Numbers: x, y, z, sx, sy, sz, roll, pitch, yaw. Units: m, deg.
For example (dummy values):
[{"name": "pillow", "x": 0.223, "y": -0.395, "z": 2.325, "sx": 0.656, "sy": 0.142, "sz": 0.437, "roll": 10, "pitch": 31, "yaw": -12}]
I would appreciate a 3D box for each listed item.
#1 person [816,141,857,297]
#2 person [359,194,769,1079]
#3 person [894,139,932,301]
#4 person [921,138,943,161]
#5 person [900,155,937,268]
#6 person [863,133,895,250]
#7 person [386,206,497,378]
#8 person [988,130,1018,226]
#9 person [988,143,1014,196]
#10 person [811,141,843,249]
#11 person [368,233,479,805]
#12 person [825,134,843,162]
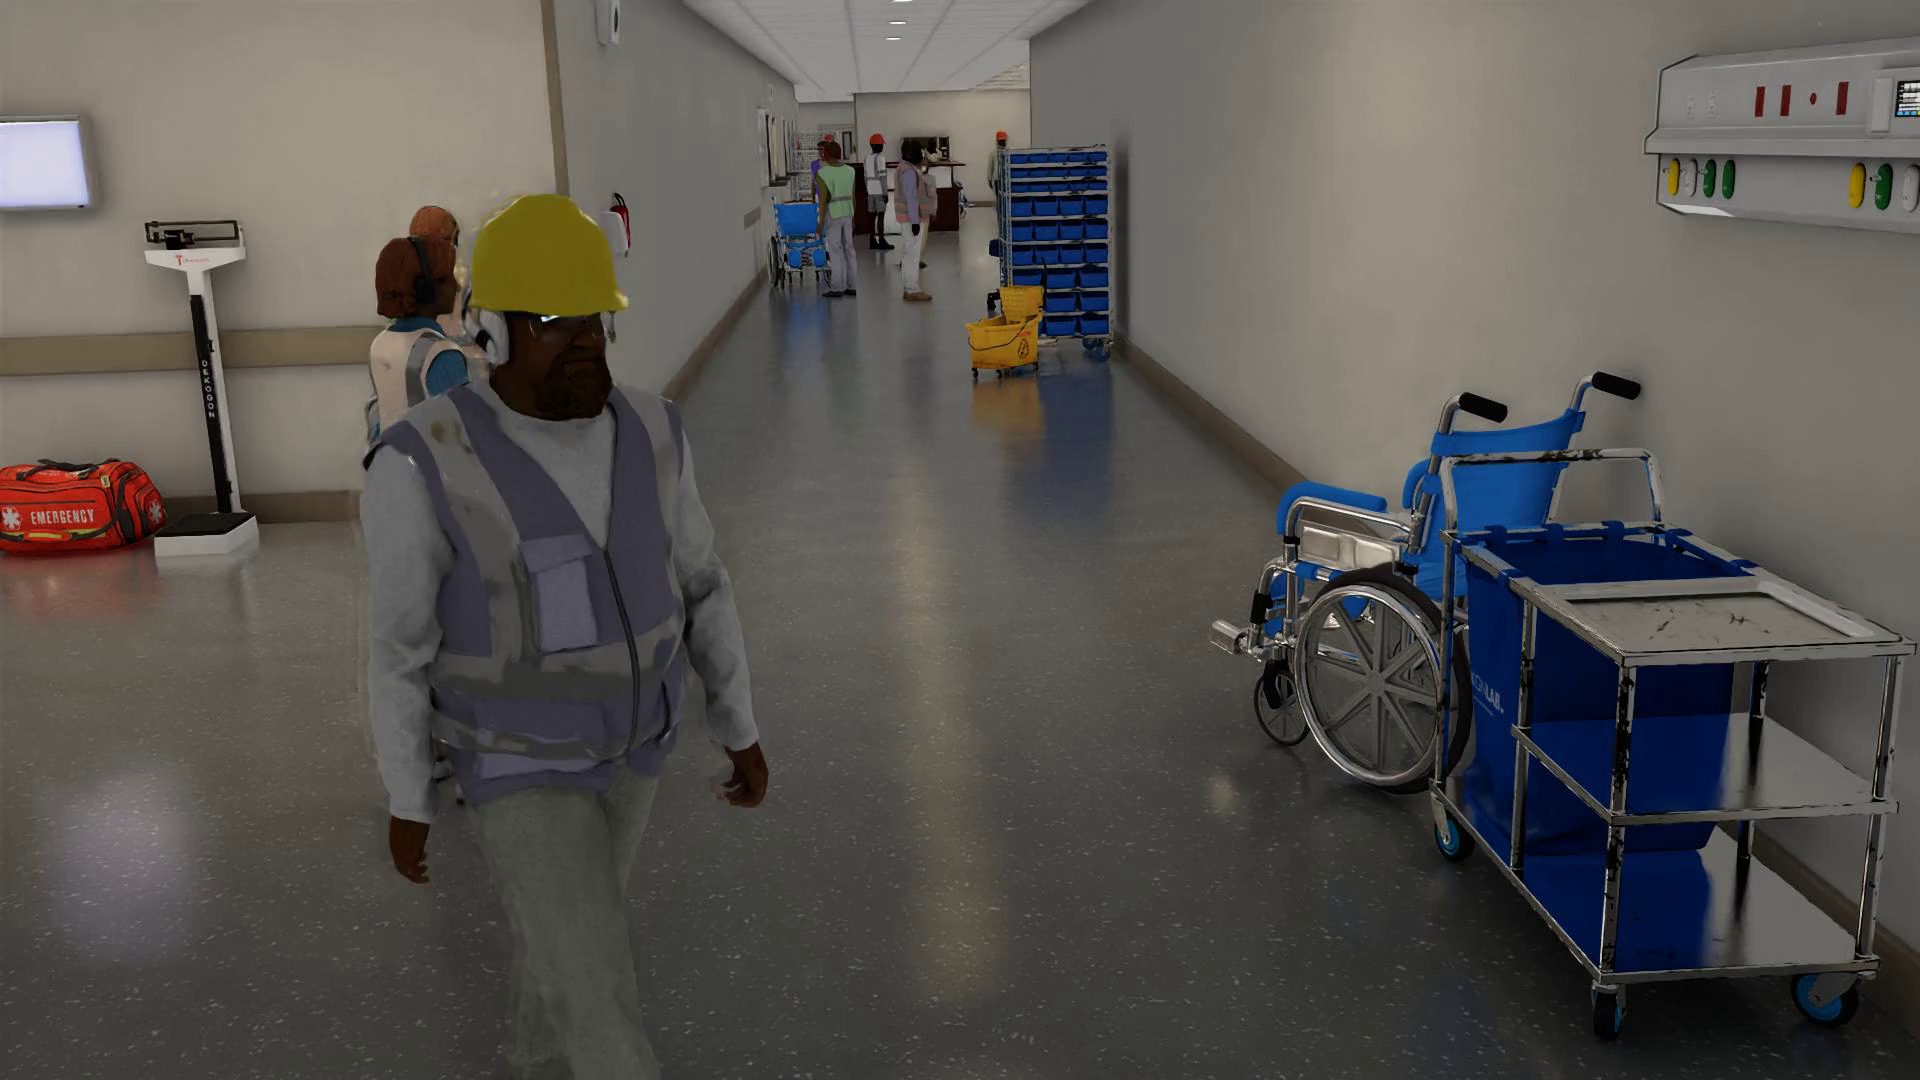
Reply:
[{"name": "person", "x": -1.465, "y": -3.838, "z": 19.933, "sx": 0.563, "sy": 1.847, "sz": 0.392, "roll": -14, "pitch": 18, "yaw": -41}, {"name": "person", "x": -0.574, "y": 0.346, "z": 2.746, "sx": 0.902, "sy": 1.785, "sz": 0.625, "roll": 10, "pitch": 18, "yaw": 40}, {"name": "person", "x": -0.537, "y": -3.694, "z": 19.248, "sx": 0.429, "sy": 1.842, "sz": 0.636, "roll": -4, "pitch": 14, "yaw": -8}, {"name": "person", "x": -0.625, "y": -8.201, "z": 37.804, "sx": 0.628, "sy": 1.836, "sz": 0.429, "roll": -10, "pitch": 16, "yaw": -31}, {"name": "person", "x": -0.601, "y": -4.719, "z": 23.951, "sx": 0.562, "sy": 1.611, "sz": 0.307, "roll": -5, "pitch": 14, "yaw": -13}, {"name": "person", "x": -1.389, "y": -5.912, "z": 28.258, "sx": 0.364, "sy": 1.939, "sz": 0.542, "roll": -12, "pitch": 17, "yaw": -36}, {"name": "person", "x": -2.270, "y": -0.656, "z": 7.409, "sx": 0.516, "sy": 1.632, "sz": 0.313, "roll": -3, "pitch": 14, "yaw": -5}, {"name": "person", "x": 0.894, "y": -7.454, "z": 34.325, "sx": 0.658, "sy": 1.938, "sz": 0.826, "roll": 0, "pitch": 14, "yaw": 8}, {"name": "person", "x": 1.054, "y": -8.887, "z": 40.483, "sx": 0.602, "sy": 1.792, "sz": 0.842, "roll": -10, "pitch": 16, "yaw": -31}, {"name": "person", "x": -2.099, "y": -5.426, "z": 26.546, "sx": 0.564, "sy": 1.842, "sz": 0.389, "roll": 4, "pitch": 15, "yaw": 21}, {"name": "person", "x": -1.493, "y": -0.048, "z": 4.796, "sx": 0.307, "sy": 1.641, "sz": 0.513, "roll": -14, "pitch": 18, "yaw": -41}, {"name": "person", "x": -2.927, "y": -8.336, "z": 38.296, "sx": 0.390, "sy": 1.990, "sz": 0.610, "roll": 7, "pitch": 16, "yaw": 31}]
